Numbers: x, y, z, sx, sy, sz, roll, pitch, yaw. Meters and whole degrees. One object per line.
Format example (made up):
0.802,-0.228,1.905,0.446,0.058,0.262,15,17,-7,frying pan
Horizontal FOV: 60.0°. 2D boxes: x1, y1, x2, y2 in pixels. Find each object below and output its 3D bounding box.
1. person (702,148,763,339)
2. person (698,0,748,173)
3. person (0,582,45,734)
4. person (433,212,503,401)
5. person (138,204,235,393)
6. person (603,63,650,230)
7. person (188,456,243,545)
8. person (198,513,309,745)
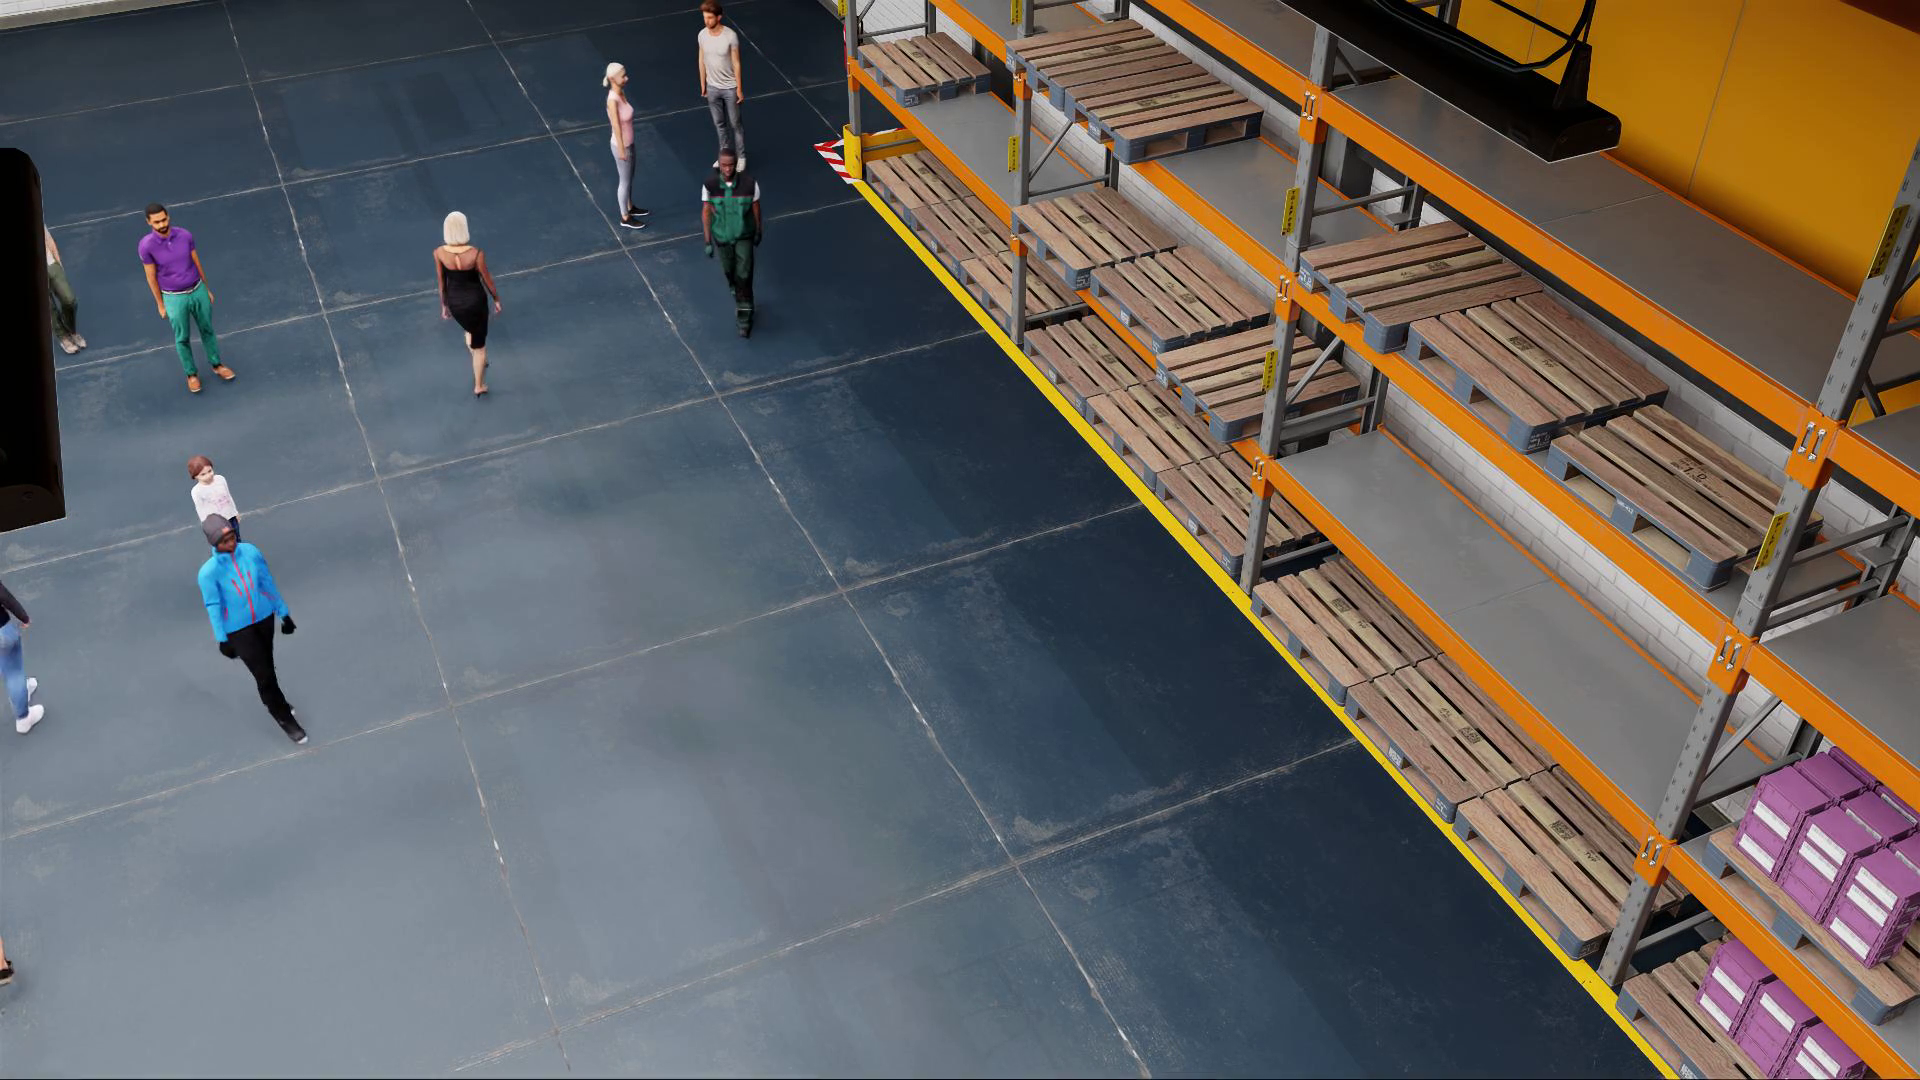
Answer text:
-2.101,-2.855,15.493,0.987,1.799,1.206,1,39,1,person
-2.557,-4.931,18.024,0.755,1.886,0.812,12,40,15,person
-6.599,0.659,11.238,0.819,1.619,0.882,1,39,1,person
-4.304,-1.987,14.472,0.851,1.719,0.962,2,39,3,person
-6.849,-2.167,14.658,0.694,1.767,0.646,-30,48,-32,person
-3.462,-4.074,17.080,0.692,1.725,0.583,1,39,2,person
-5.658,-0.181,12.698,0.579,1.110,0.532,22,44,26,person
-4.880,0.529,11.276,0.972,1.776,0.876,21,43,24,person
